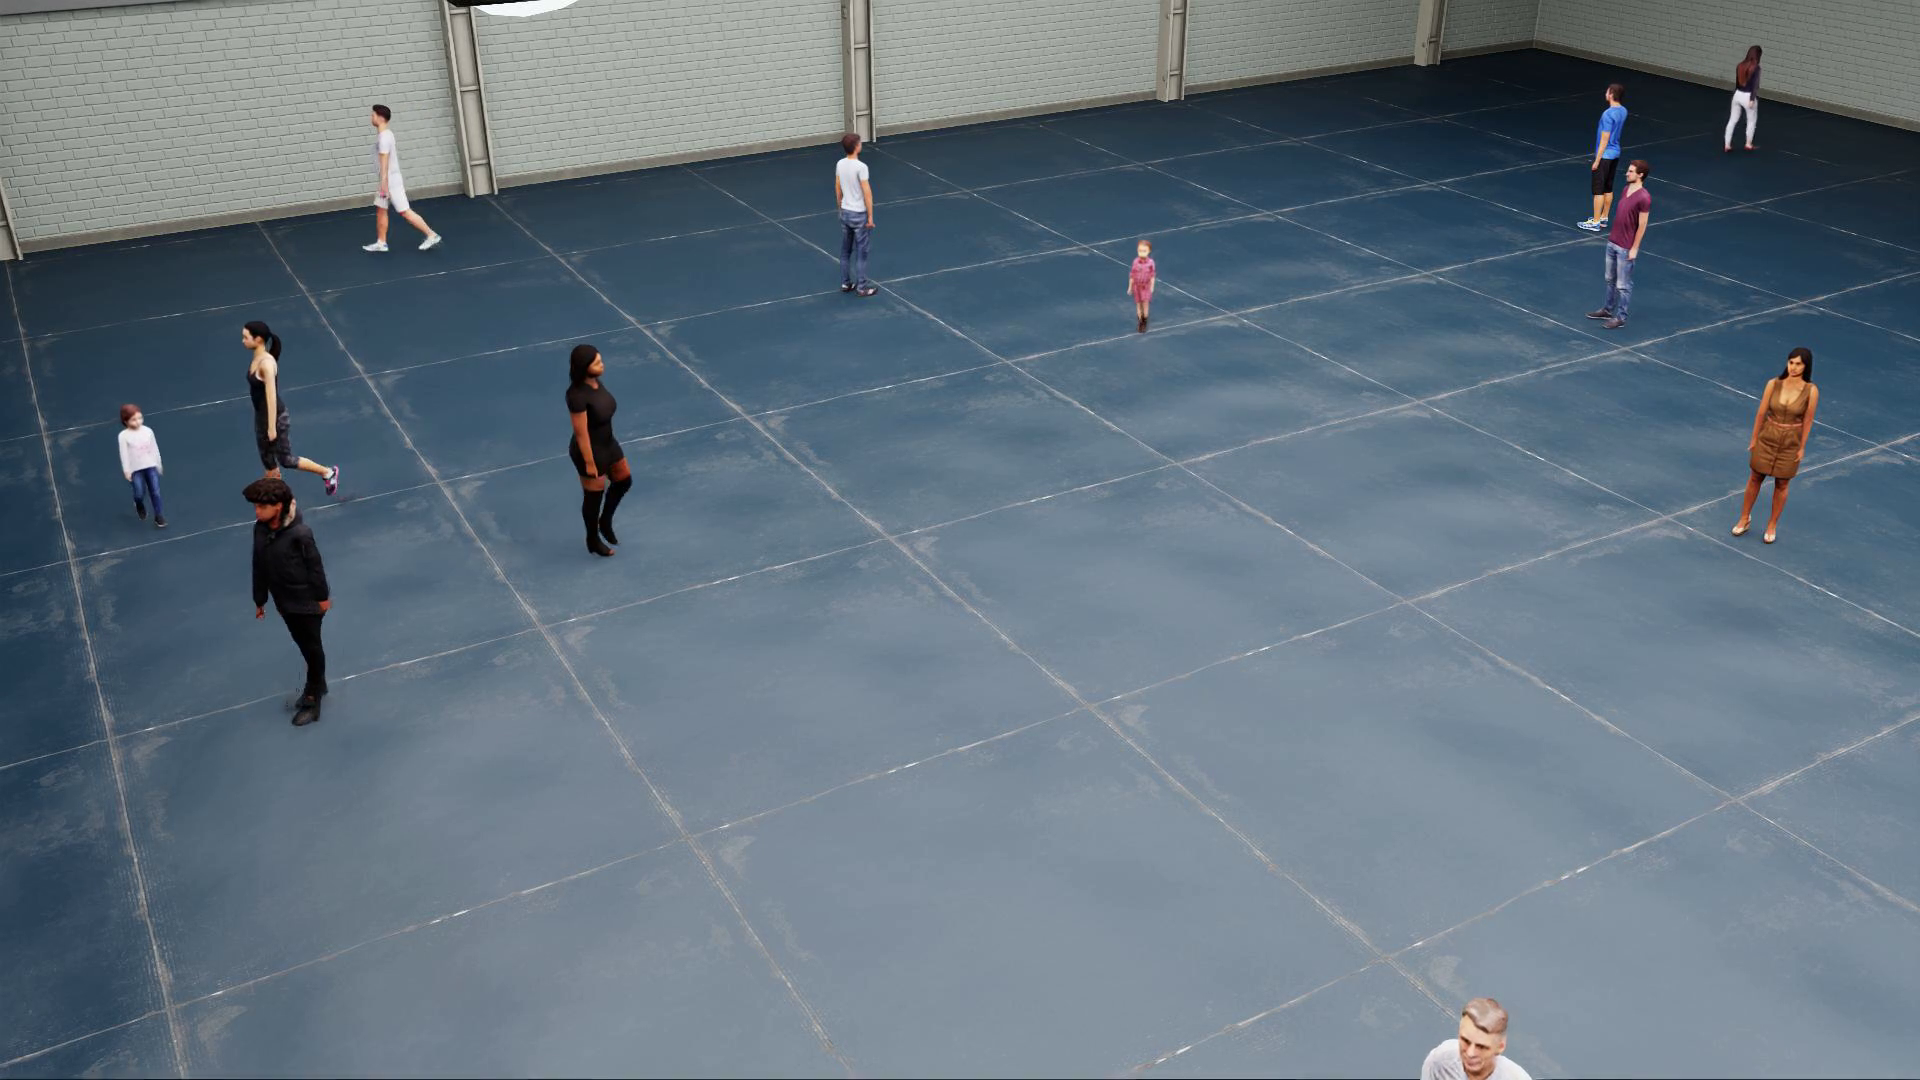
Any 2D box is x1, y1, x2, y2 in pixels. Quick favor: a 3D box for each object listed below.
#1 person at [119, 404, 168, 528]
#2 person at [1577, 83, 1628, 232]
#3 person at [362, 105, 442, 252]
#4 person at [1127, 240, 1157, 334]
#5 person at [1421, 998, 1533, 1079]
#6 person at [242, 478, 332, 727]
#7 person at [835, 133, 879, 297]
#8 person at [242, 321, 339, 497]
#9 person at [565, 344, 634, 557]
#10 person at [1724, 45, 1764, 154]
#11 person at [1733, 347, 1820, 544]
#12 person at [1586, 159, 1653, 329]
[{"bbox_3d":[-6.909,-0.642,13.997,0.587,1.106,0.575,23,35,37],"label":"person"},{"bbox_3d":[8.387,-4.966,21.564,0.566,1.867,0.723,-24,35,-38],"label":"person"},{"bbox_3d":[-6.953,-4.440,20.595,1.280,1.819,0.927,-6,28,-12],"label":"person"},{"bbox_3d":[2.016,-2.820,18.330,0.533,1.012,0.593,8,28,15],"label":"person"},{"bbox_3d":[2.144,2.600,6.949,0.992,1.794,1.217,16,31,29],"label":"person"},{"bbox_3d":[-4.496,0.342,11.369,0.873,1.763,0.941,9,28,16],"label":"person"},{"bbox_3d":[-1.224,-3.763,19.230,0.715,1.865,0.683,18,32,31],"label":"person"},{"bbox_3d":[-5.734,-1.026,14.082,0.984,1.712,0.653,-19,33,-33],"label":"person"},{"bbox_3d":[-3.004,-0.702,13.311,0.837,1.841,0.789,5,28,10],"label":"person"},{"bbox_3d":[11.788,-6.624,25.090,0.839,1.586,0.647,-13,30,-23],"label":"person"},{"bbox_3d":[6.716,-0.785,13.638,0.640,1.689,0.638,18,32,30],"label":"person"},{"bbox_3d":[7.313,-3.271,18.284,0.677,1.855,0.723,-5,28,-9],"label":"person"}]
